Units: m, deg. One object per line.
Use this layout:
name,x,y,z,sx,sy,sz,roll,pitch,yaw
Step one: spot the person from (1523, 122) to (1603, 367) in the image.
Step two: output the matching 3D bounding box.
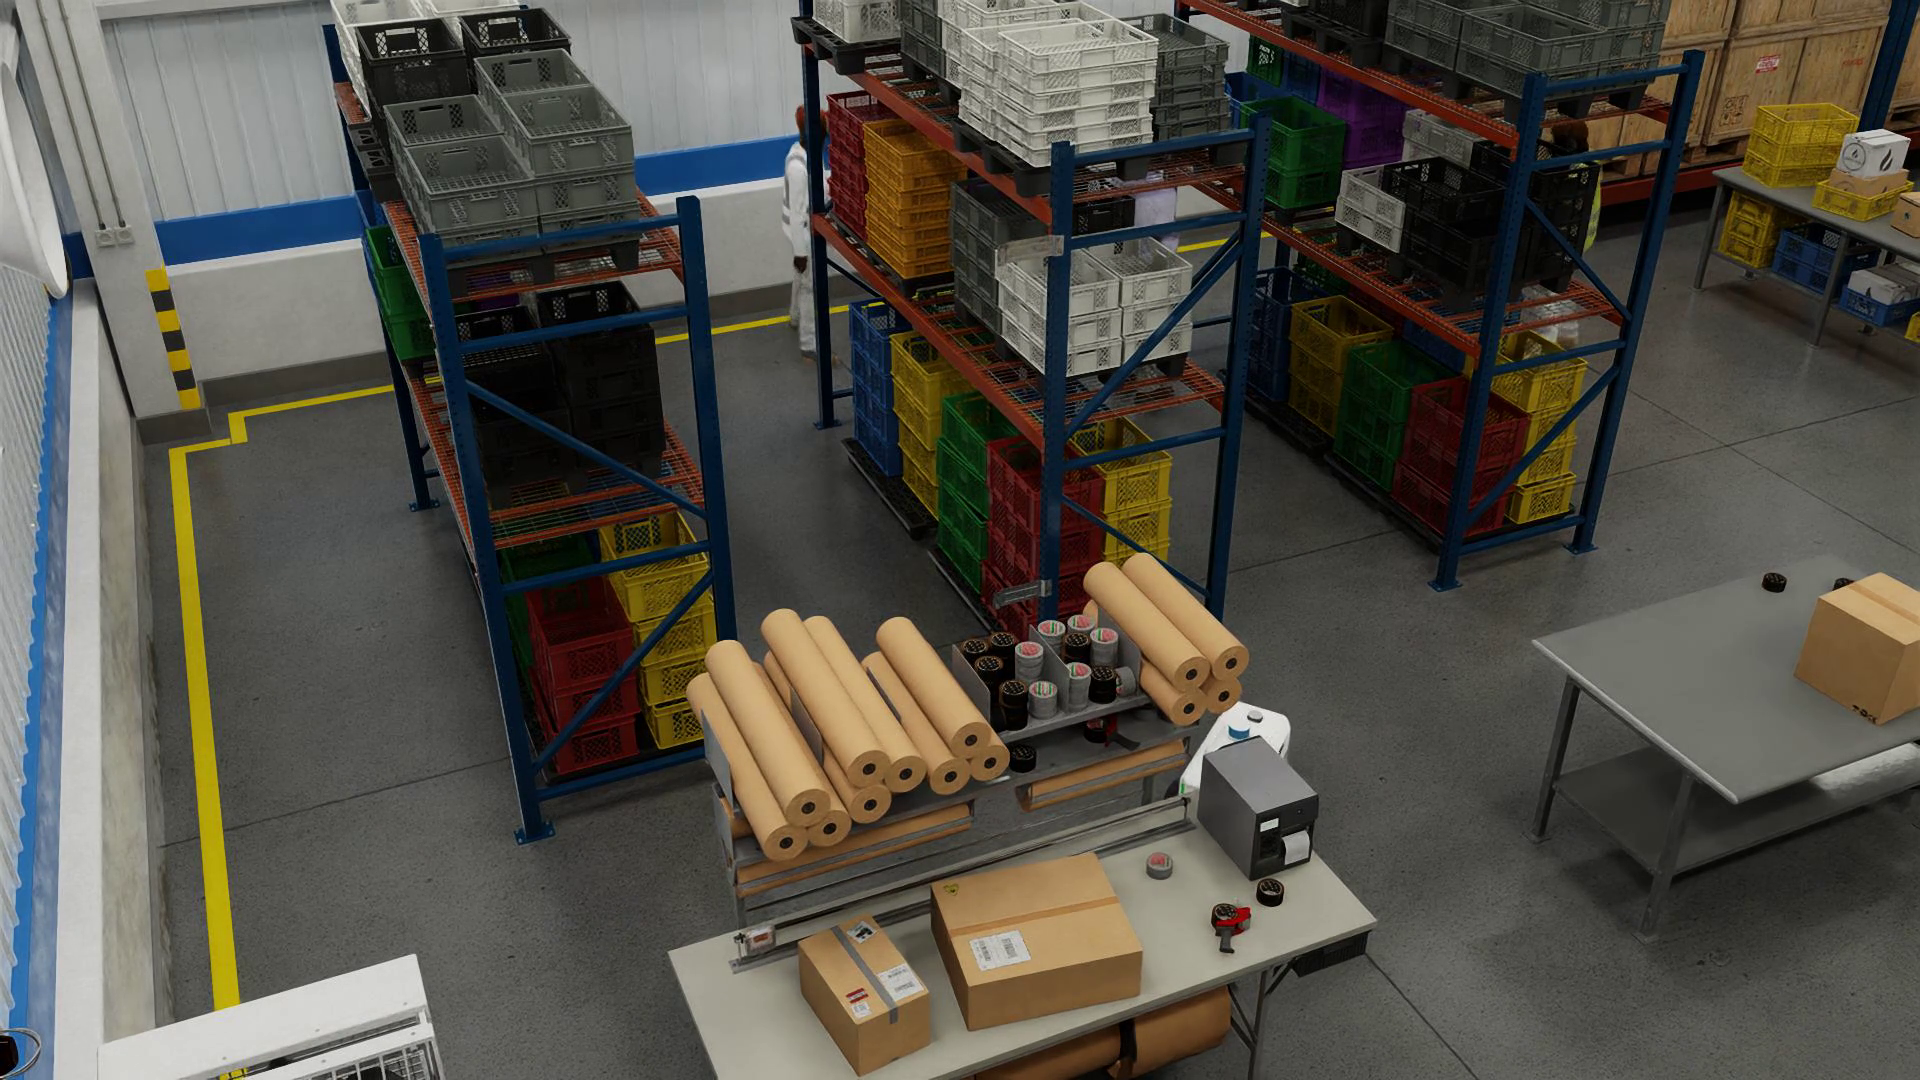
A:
person,4.347,-2.124,11.930,0.492,1.820,0.702,14,34,22

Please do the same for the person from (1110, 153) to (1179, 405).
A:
person,1.263,-1.878,11.415,0.370,1.940,0.627,-19,36,-28

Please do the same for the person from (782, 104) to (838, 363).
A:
person,-1.098,-2.259,12.105,0.400,1.875,0.596,3,32,4

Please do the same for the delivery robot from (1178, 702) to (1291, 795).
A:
delivery robot,1.303,1.059,7.869,0.477,0.478,0.707,15,35,23
